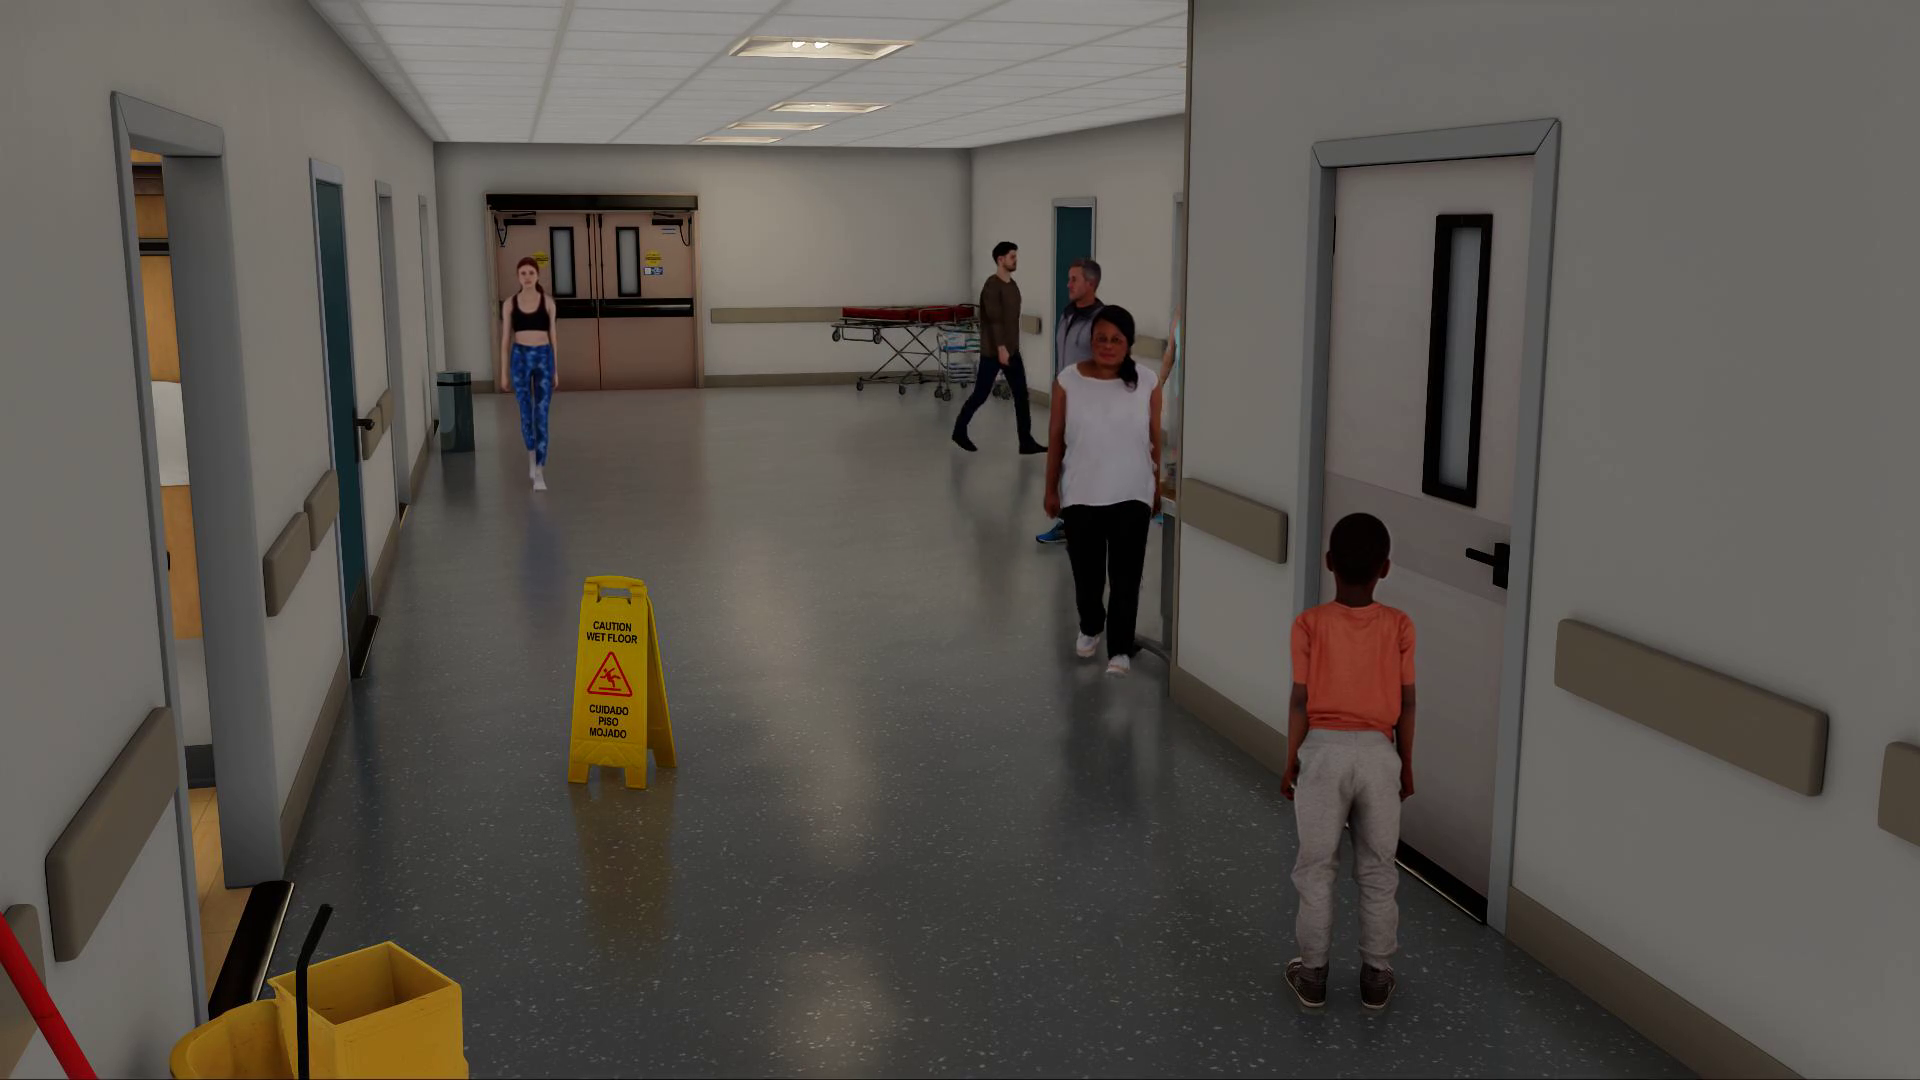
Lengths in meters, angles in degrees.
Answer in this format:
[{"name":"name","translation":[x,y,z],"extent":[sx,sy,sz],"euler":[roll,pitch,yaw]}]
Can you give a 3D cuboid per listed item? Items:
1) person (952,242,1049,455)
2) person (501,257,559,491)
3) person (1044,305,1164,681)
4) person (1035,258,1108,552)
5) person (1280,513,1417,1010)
[{"name":"person","translation":[0.270,-1.649,14.609],"extent":[1.253,1.845,1.134],"euler":[8,13,35]},{"name":"person","translation":[-3.300,-1.252,12.809],"extent":[0.573,1.738,1.216],"euler":[-3,11,-15]},{"name":"person","translation":[0.680,-0.215,7.592],"extent":[0.977,1.645,1.180],"euler":[2,11,10]},{"name":"person","translation":[0.819,-0.850,10.456],"extent":[0.838,1.824,0.678],"euler":[-7,13,-32]},{"name":"person","translation":[1.012,0.573,4.335],"extent":[0.553,1.310,0.559],"euler":[1,11,7]}]
